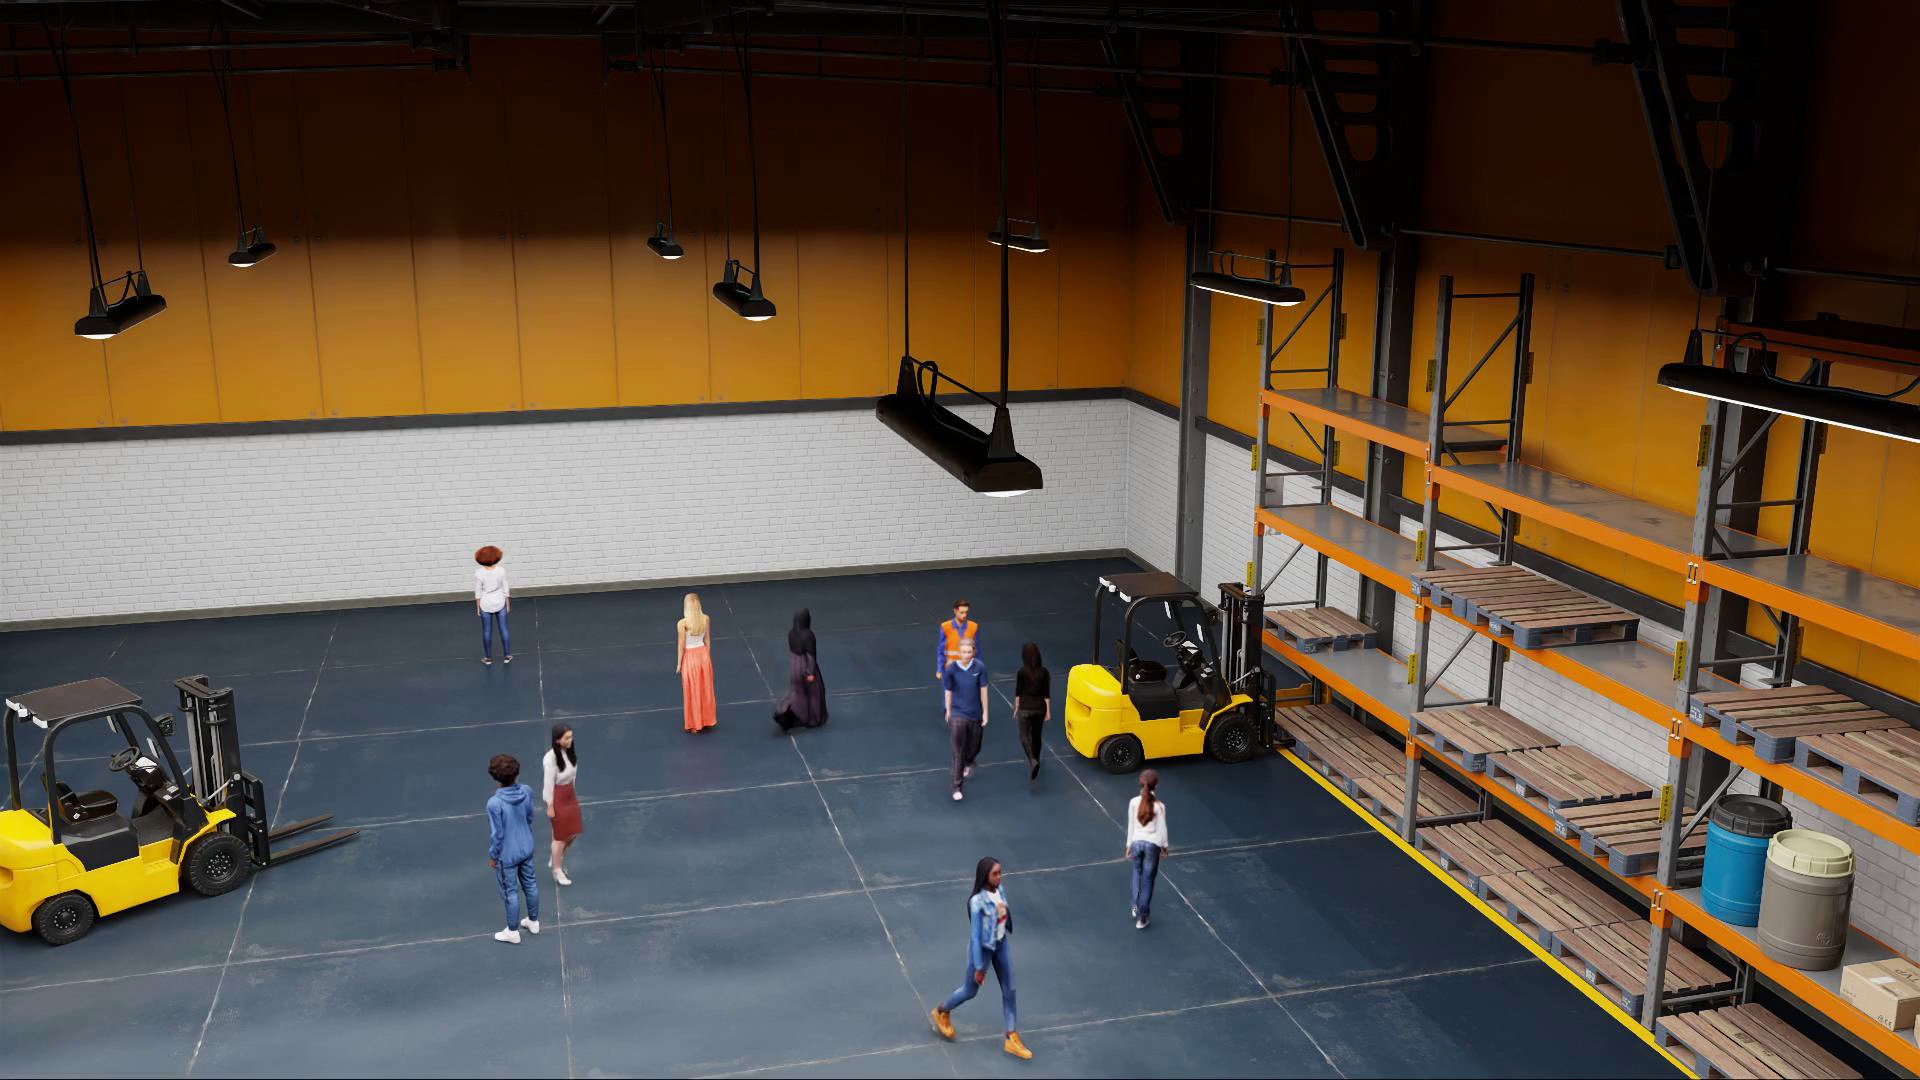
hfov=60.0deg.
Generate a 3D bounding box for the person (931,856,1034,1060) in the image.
[{"bbox_3d":[0.141,3.384,13.578,1.222,1.673,1.122,9,16,33],"label":"person"}]

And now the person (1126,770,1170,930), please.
[{"bbox_3d":[1.729,2.939,15.697,0.689,1.541,0.756,6,15,22],"label":"person"}]

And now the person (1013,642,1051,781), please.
[{"bbox_3d":[0.844,2.019,19.333,0.578,1.619,0.906,-2,14,-10],"label":"person"}]

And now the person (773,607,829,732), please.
[{"bbox_3d":[-2.028,1.644,20.928,1.039,1.595,0.987,13,19,43],"label":"person"}]

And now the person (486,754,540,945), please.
[{"bbox_3d":[-4.155,2.858,15.475,0.783,1.803,0.753,10,17,36],"label":"person"}]

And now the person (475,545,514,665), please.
[{"bbox_3d":[-6.664,0.908,23.718,0.624,1.713,0.582,-4,14,-15],"label":"person"}]

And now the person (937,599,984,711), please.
[{"bbox_3d":[-0.027,1.596,20.608,0.799,1.840,0.964,-3,14,-10],"label":"person"}]

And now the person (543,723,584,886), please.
[{"bbox_3d":[-4.046,2.625,16.595,0.820,1.729,0.755,6,15,22],"label":"person"}]

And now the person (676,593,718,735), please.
[{"bbox_3d":[-3.321,1.540,20.912,0.714,1.805,0.719,-11,17,-38],"label":"person"}]

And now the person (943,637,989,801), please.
[{"bbox_3d":[0.067,1.983,19.004,0.724,1.843,1.039,-1,14,-3],"label":"person"}]
